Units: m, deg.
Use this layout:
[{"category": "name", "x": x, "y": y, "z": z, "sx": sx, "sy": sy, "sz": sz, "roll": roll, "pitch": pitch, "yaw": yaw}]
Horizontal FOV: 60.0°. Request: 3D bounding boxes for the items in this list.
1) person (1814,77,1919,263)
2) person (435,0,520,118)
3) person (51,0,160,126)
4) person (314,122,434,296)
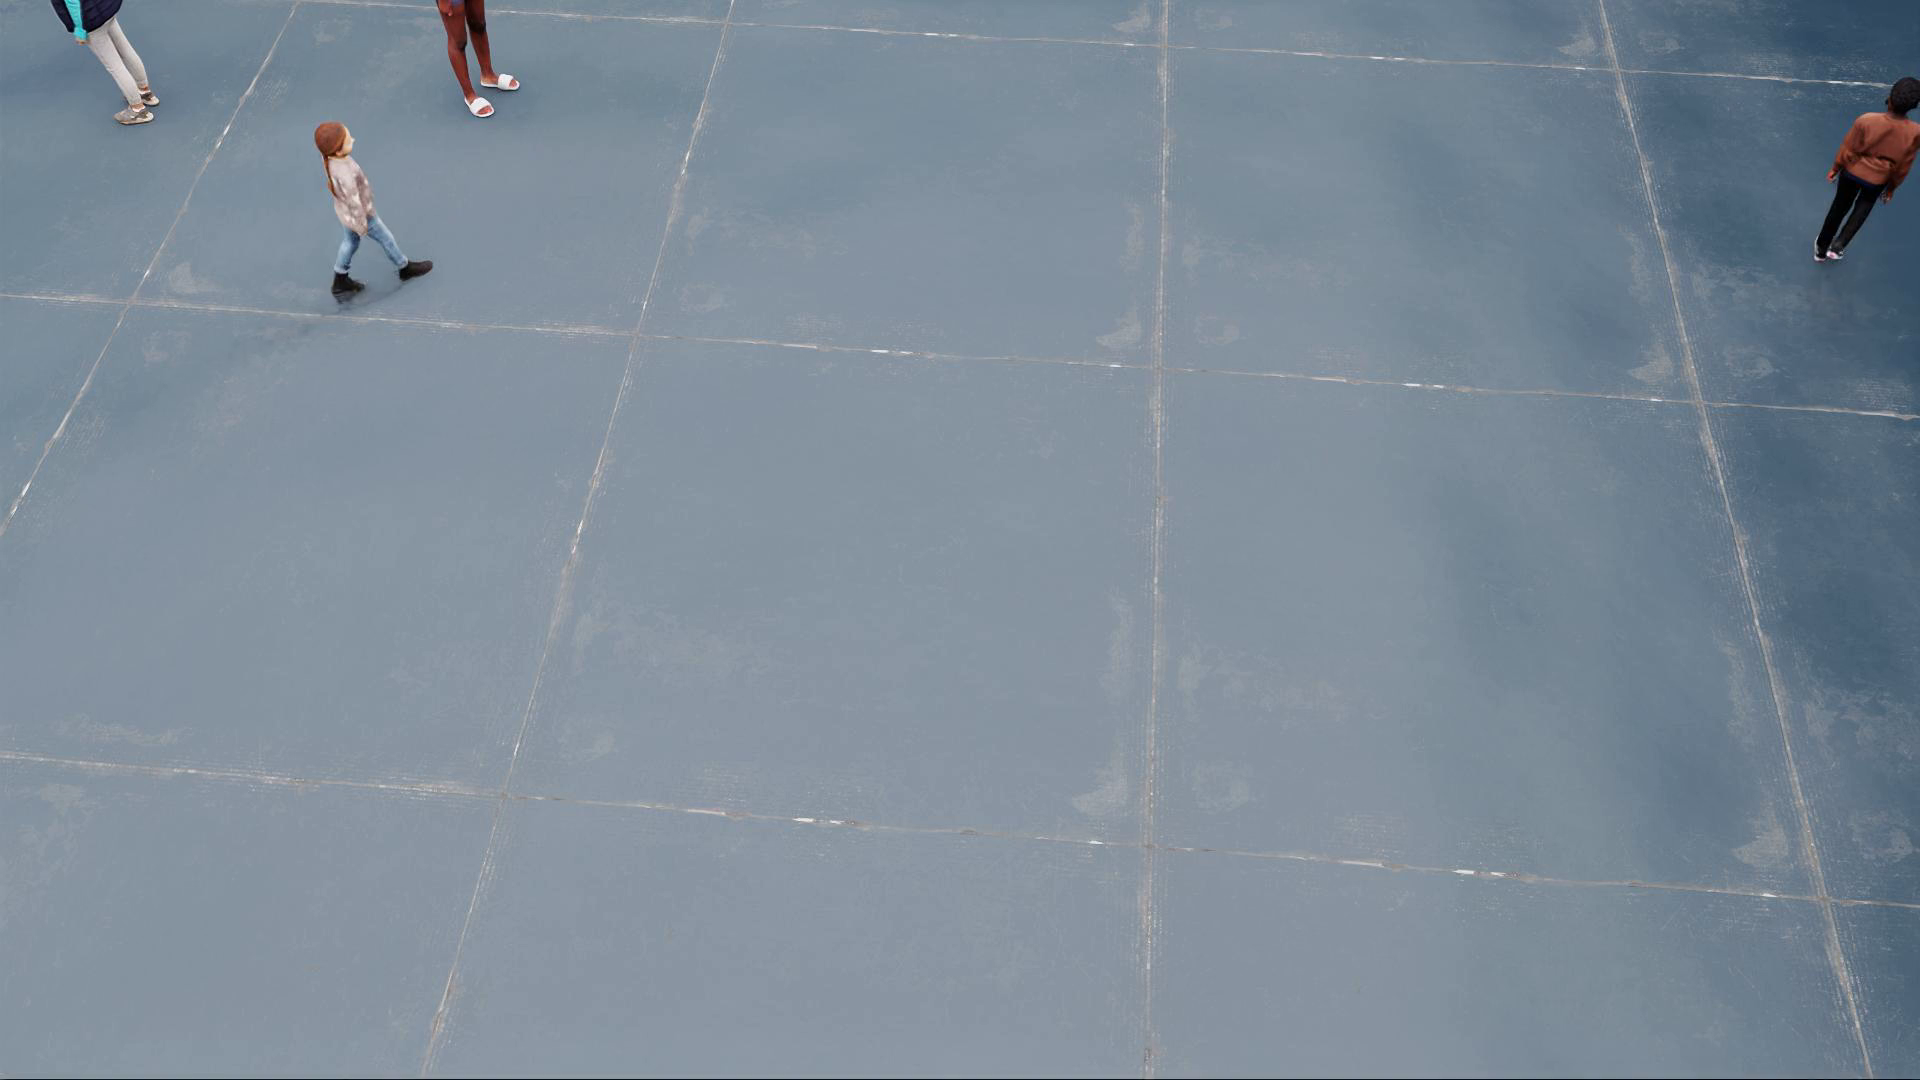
[{"category": "person", "x": 5.130, "y": -2.042, "z": 9.425, "sx": 0.587, "sy": 1.249, "sz": 0.677, "roll": 21, "pitch": 55, "yaw": 15}, {"category": "person", "x": -3.096, "y": -3.448, "z": 10.215, "sx": 0.682, "sy": 1.722, "sz": 0.683, "roll": 21, "pitch": 55, "yaw": 16}, {"category": "person", "x": -5.310, "y": -3.242, "z": 10.196, "sx": 0.592, "sy": 1.501, "sz": 0.582, "roll": 0, "pitch": 52, "yaw": 0}, {"category": "person", "x": -3.439, "y": -1.839, "z": 9.314, "sx": 0.868, "sy": 1.176, "sz": 0.784, "roll": -30, "pitch": 58, "yaw": -21}]
